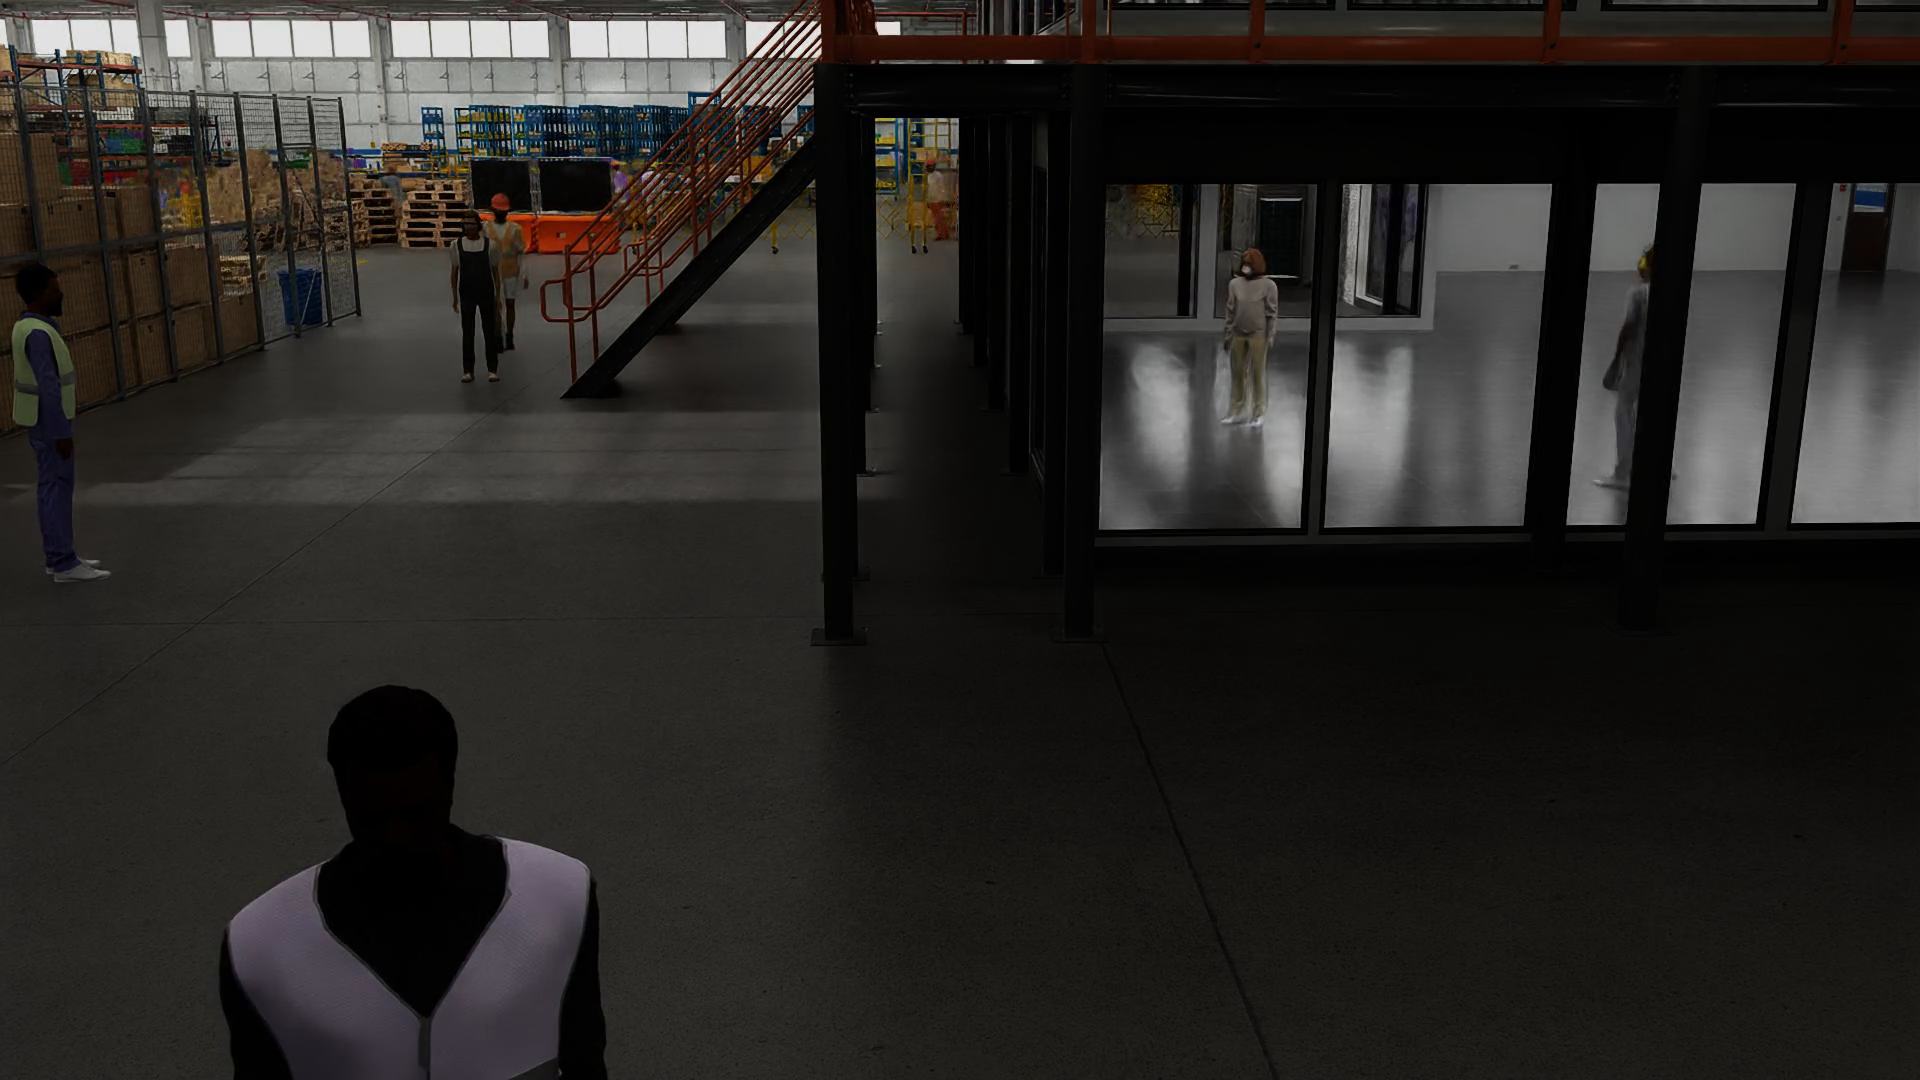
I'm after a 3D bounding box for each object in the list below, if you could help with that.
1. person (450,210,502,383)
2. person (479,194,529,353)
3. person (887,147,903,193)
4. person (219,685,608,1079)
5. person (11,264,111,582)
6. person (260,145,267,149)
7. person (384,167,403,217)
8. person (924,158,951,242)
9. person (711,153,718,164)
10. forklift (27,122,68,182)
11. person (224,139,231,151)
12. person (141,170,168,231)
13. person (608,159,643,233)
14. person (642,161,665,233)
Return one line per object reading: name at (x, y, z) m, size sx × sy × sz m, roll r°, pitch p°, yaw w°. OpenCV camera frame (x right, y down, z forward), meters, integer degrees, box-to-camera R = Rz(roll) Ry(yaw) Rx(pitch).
person at (-5.192, -2.615, 17.881) m, size 0.508 × 1.844 × 0.336 m, roll -3°, pitch 14°, yaw -12°
person at (-5.544, -3.232, 20.229) m, size 0.568 × 1.899 × 0.814 m, roll -5°, pitch 15°, yaw -18°
person at (-2.581, -14.715, 65.878) m, size 0.612 × 2.028 × 0.500 m, roll -2°, pitch 14°, yaw -7°
person at (-0.870, 1.135, 2.780) m, size 0.584 × 1.911 × 0.391 m, roll -5°, pitch 15°, yaw -21°
person at (-5.508, -0.700, 10.076) m, size 0.391 × 1.922 × 0.593 m, roll -10°, pitch 17°, yaw -34°
person at (-31.009, -16.722, 74.342) m, size 0.770 × 1.811 × 0.598 m, roll 1°, pitch 14°, yaw 6°
person at (-15.562, -9.460, 45.763) m, size 0.521 × 1.586 × 0.865 m, roll 0°, pitch 14°, yaw 1°
person at (-0.580, -8.014, 39.249) m, size 0.514 × 1.947 × 0.646 m, roll -8°, pitch 16°, yaw -28°
person at (-11.055, -16.670, 74.291) m, size 0.877 × 1.717 × 0.547 m, roll 3°, pitch 14°, yaw 13°
forklift at (-35.376, -14.773, 64.377) m, size 1.129 × 2.768 × 1.873 m, roll -1°, pitch 14°, yaw -2°
person at (-36.279, -18.876, 82.573) m, size 0.375 × 1.995 × 0.611 m, roll 1°, pitch 14°, yaw 2°
person at (-14.914, -5.880, 30.811) m, size 0.667 × 1.911 × 0.551 m, roll 5°, pitch 15°, yaw 18°
person at (-8.406, -8.591, 41.700) m, size 0.831 × 1.894 × 0.566 m, roll 3°, pitch 14°, yaw 10°
person at (-7.823, -8.779, 42.543) m, size 0.596 × 1.831 × 0.403 m, roll 2°, pitch 14°, yaw 7°
